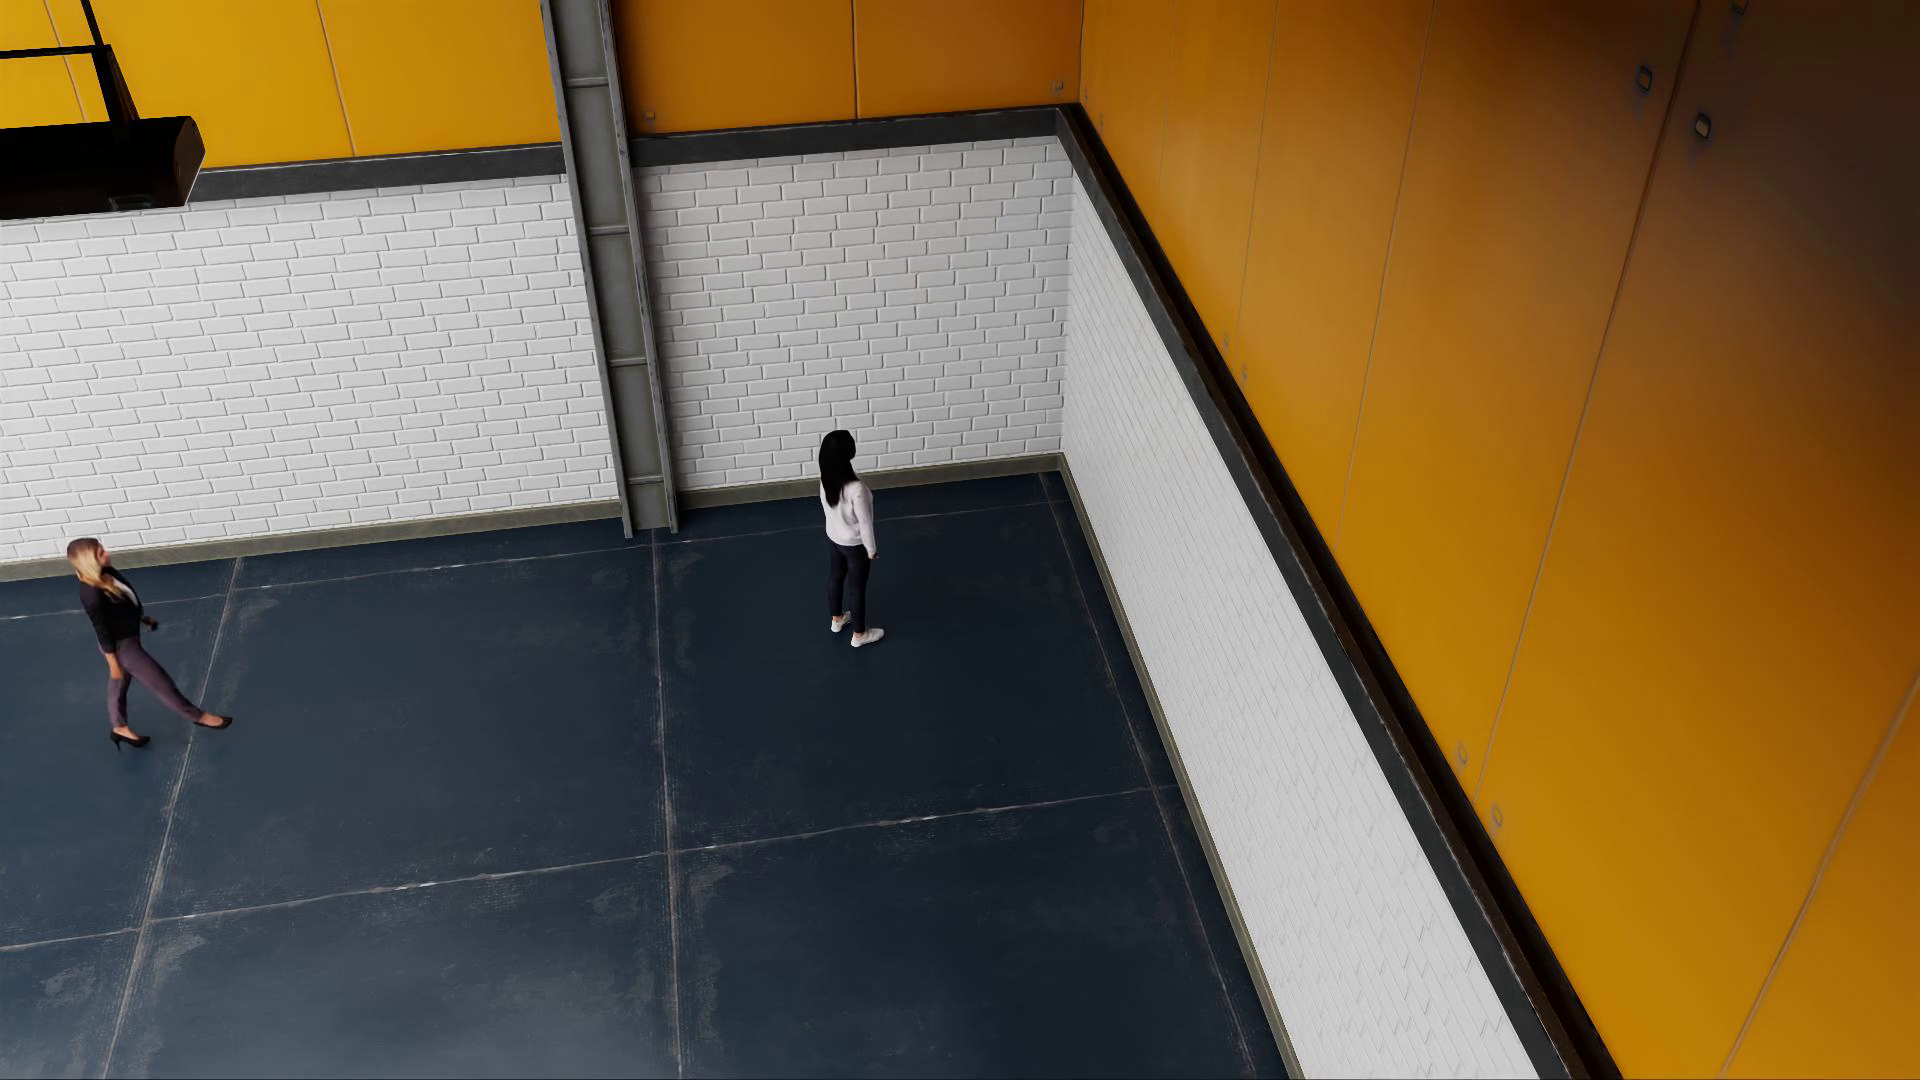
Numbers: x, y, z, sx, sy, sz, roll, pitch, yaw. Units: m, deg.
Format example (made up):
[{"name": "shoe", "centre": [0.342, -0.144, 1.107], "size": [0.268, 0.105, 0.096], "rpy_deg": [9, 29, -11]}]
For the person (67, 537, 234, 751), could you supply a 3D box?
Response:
[{"name": "person", "centre": [-5.213, 0.678, 10.178], "size": [0.999, 1.642, 0.720], "rpy_deg": [-14, 41, -17]}]

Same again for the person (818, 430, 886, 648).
[{"name": "person", "centre": [-0.749, -0.023, 11.009], "size": [0.736, 1.701, 0.712], "rpy_deg": [-30, 47, -32]}]
